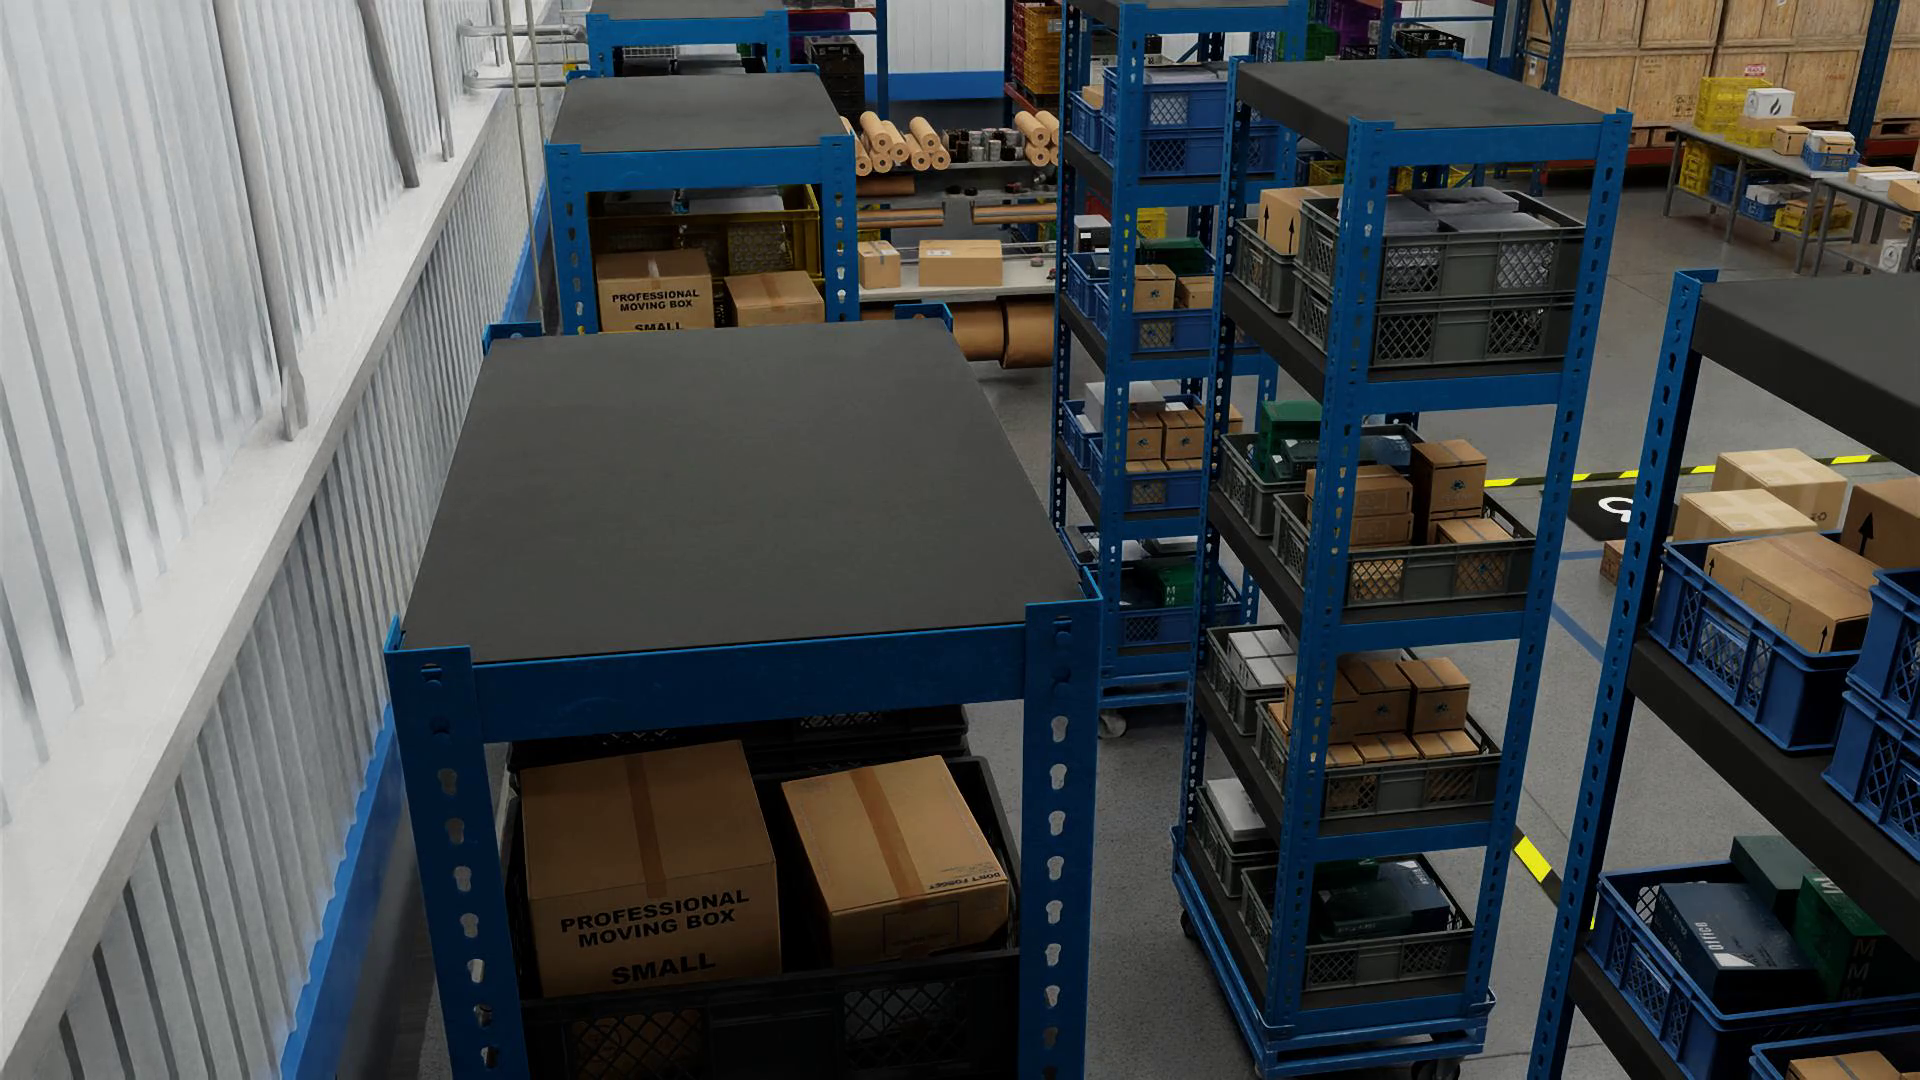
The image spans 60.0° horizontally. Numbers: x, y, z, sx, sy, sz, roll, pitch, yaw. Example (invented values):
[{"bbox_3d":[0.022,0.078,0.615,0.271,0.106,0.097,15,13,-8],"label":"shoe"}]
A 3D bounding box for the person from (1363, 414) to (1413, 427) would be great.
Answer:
[{"bbox_3d":[1.963,0.191,7.992,0.588,1.850,0.396,-2,25,-4],"label":"person"}]

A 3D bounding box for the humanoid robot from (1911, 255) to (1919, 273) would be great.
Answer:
[{"bbox_3d":[6.559,-1.131,11.012,0.565,1.782,0.790,3,25,6],"label":"humanoid robot"}]
